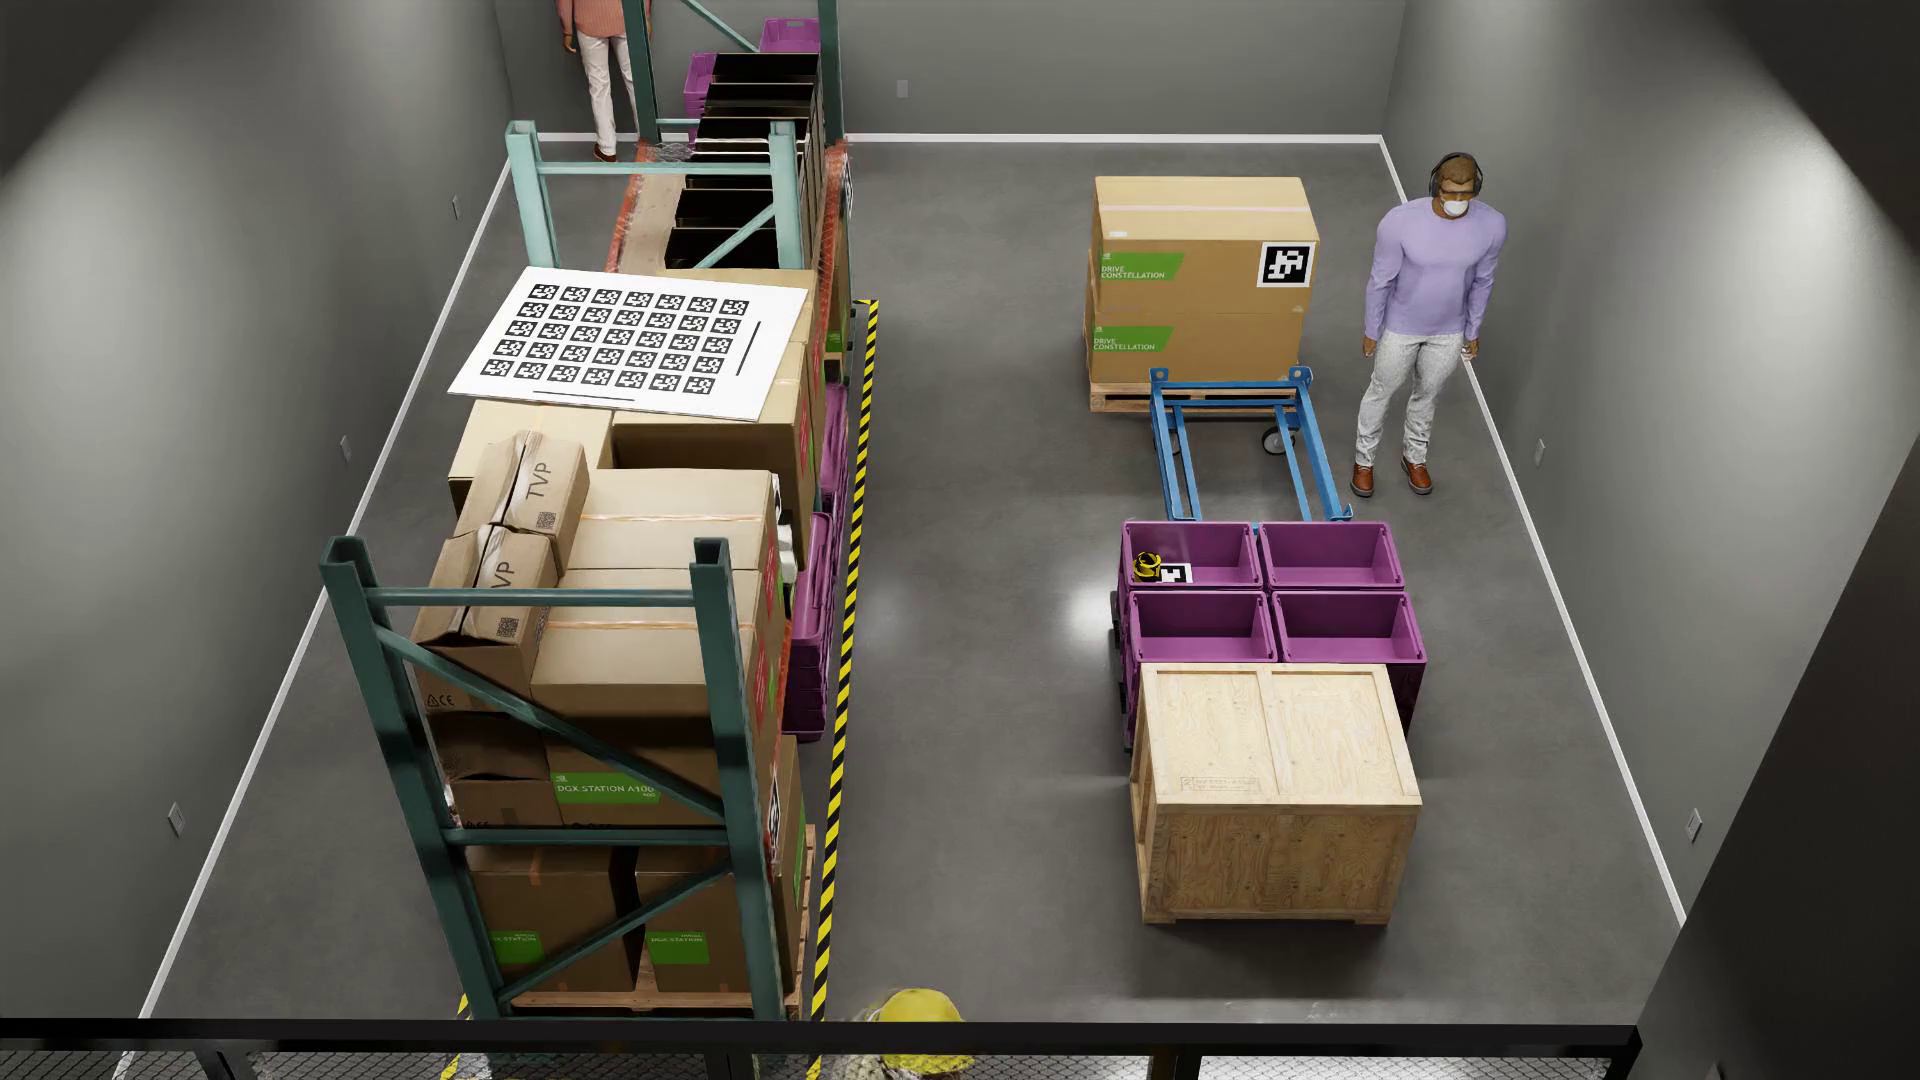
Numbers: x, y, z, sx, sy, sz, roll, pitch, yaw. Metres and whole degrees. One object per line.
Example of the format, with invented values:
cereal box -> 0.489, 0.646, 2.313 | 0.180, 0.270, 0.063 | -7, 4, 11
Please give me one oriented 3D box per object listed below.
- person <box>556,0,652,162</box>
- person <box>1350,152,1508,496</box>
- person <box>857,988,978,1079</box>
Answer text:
person -> -2.341, -3.433, 10.987 | 0.625, 1.992, 0.388 | -16, 44, -18
person -> 2.319, -1.062, 8.326 | 0.630, 1.940, 0.372 | -2, 41, -2
person -> -0.214, 1.926, 5.023 | 0.834, 1.803, 0.595 | 11, 42, 12
